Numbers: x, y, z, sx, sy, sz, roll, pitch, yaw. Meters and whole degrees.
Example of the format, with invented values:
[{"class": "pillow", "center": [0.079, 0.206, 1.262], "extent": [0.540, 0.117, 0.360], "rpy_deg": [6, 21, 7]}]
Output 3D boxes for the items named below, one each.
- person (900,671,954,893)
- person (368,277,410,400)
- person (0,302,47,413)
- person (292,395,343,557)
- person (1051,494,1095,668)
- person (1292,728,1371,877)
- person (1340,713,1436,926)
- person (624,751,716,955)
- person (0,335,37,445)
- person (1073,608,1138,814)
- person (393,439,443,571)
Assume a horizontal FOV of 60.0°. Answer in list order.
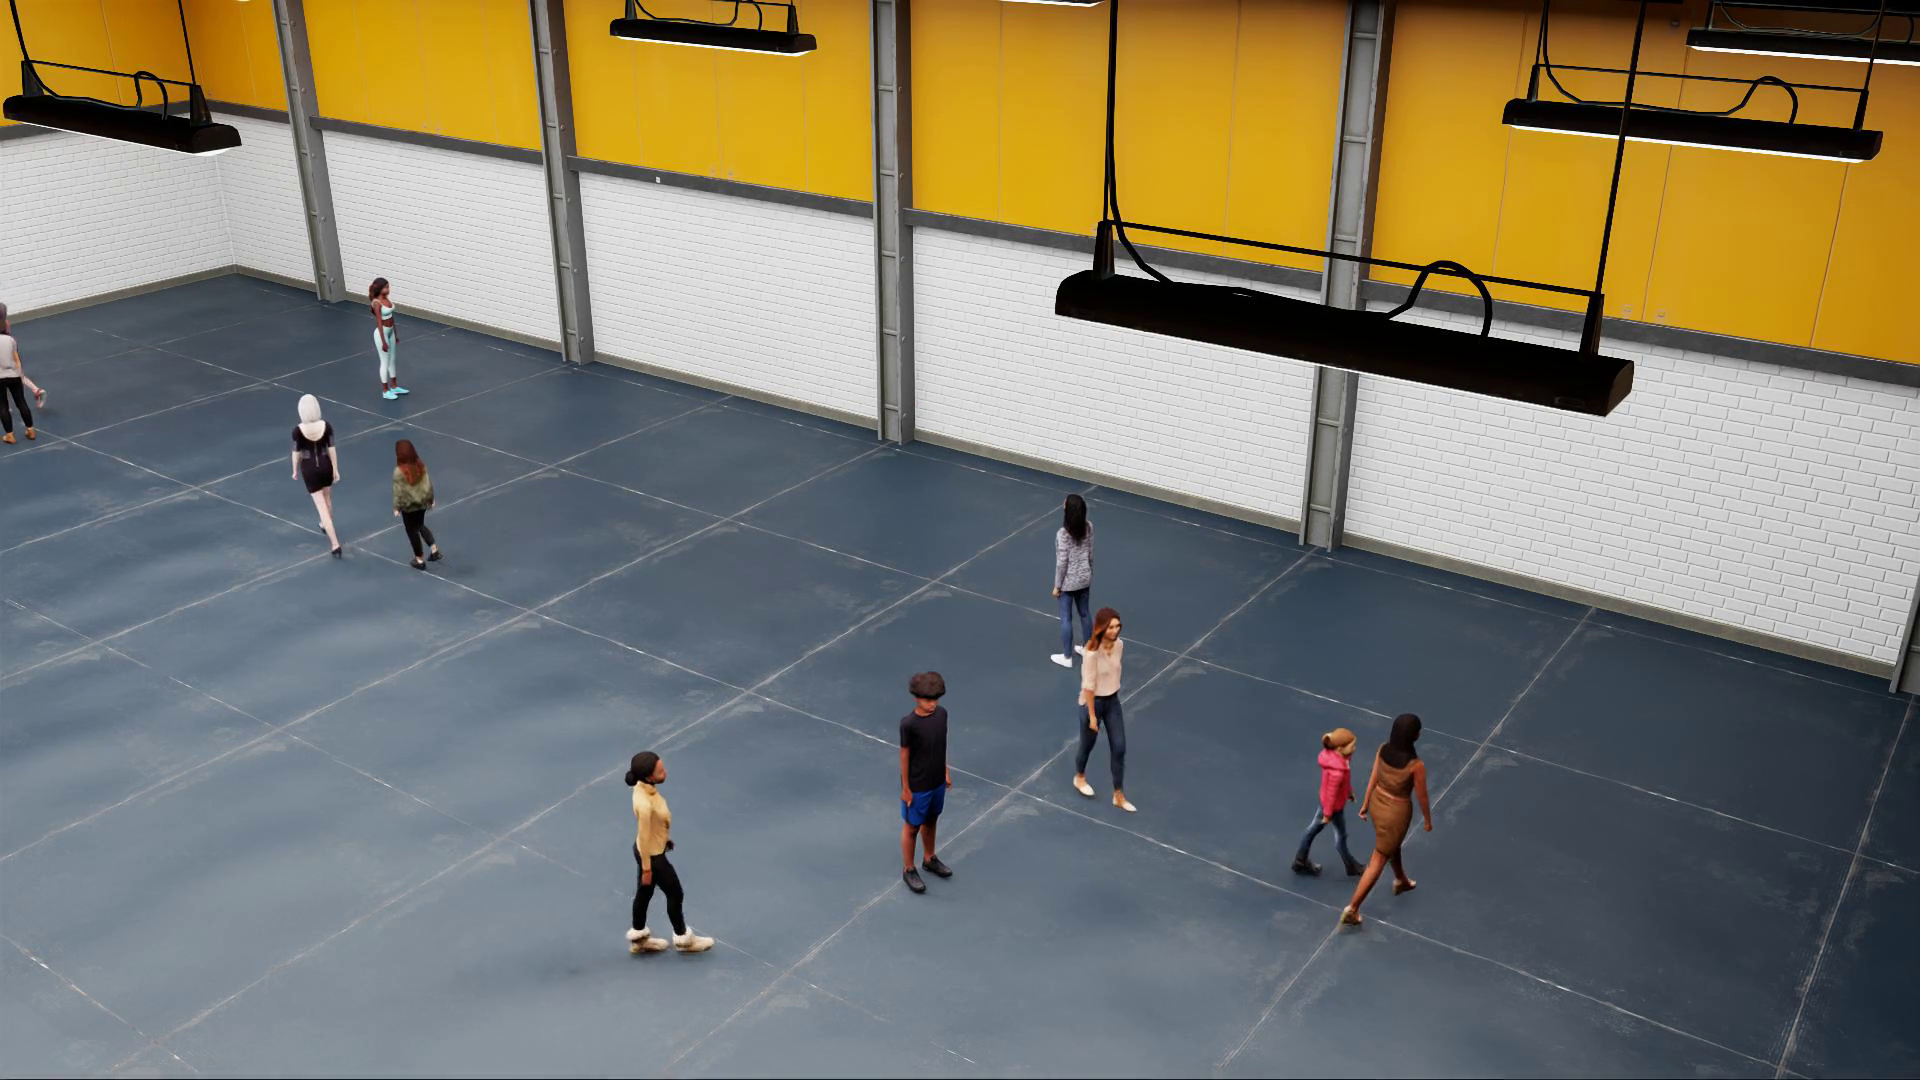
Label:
[{"class": "person", "center": [-0.282, 1.789, 12.575], "extent": [0.658, 1.792, 0.634], "rpy_deg": [-19, 30, -37]}, {"class": "person", "center": [-8.027, -2.831, 23.228], "extent": [0.661, 1.725, 0.645], "rpy_deg": [3, 24, 8]}, {"class": "person", "center": [-12.919, -2.582, 22.526], "extent": [1.157, 1.829, 0.960], "rpy_deg": [3, 24, 6]}, {"class": "person", "center": [-7.001, -0.669, 18.208], "extent": [0.853, 1.783, 1.222], "rpy_deg": [-17, 29, -34]}, {"class": "person", "center": [1.082, 0.372, 15.893], "extent": [0.676, 1.731, 0.639], "rpy_deg": [-16, 28, -33]}, {"class": "person", "center": [2.767, 2.011, 12.698], "extent": [0.923, 1.286, 0.759], "rpy_deg": [2, 24, 5]}, {"class": "person", "center": [3.078, 2.068, 12.122], "extent": [0.934, 1.643, 1.100], "rpy_deg": [-14, 27, -28]}, {"class": "person", "center": [-2.258, 2.234, 11.740], "extent": [0.970, 1.645, 0.919], "rpy_deg": [-5, 24, -11]}, {"class": "person", "center": [-12.389, -2.104, 21.575], "extent": [0.571, 1.717, 0.638], "rpy_deg": [21, 31, 40]}, {"class": "person", "center": [1.084, 1.334, 13.654], "extent": [0.835, 1.761, 1.027], "rpy_deg": [-13, 27, -27]}, {"class": "person", "center": [-5.824, -0.362, 17.904], "extent": [0.626, 1.466, 0.644], "rpy_deg": [12, 26, 25]}]
